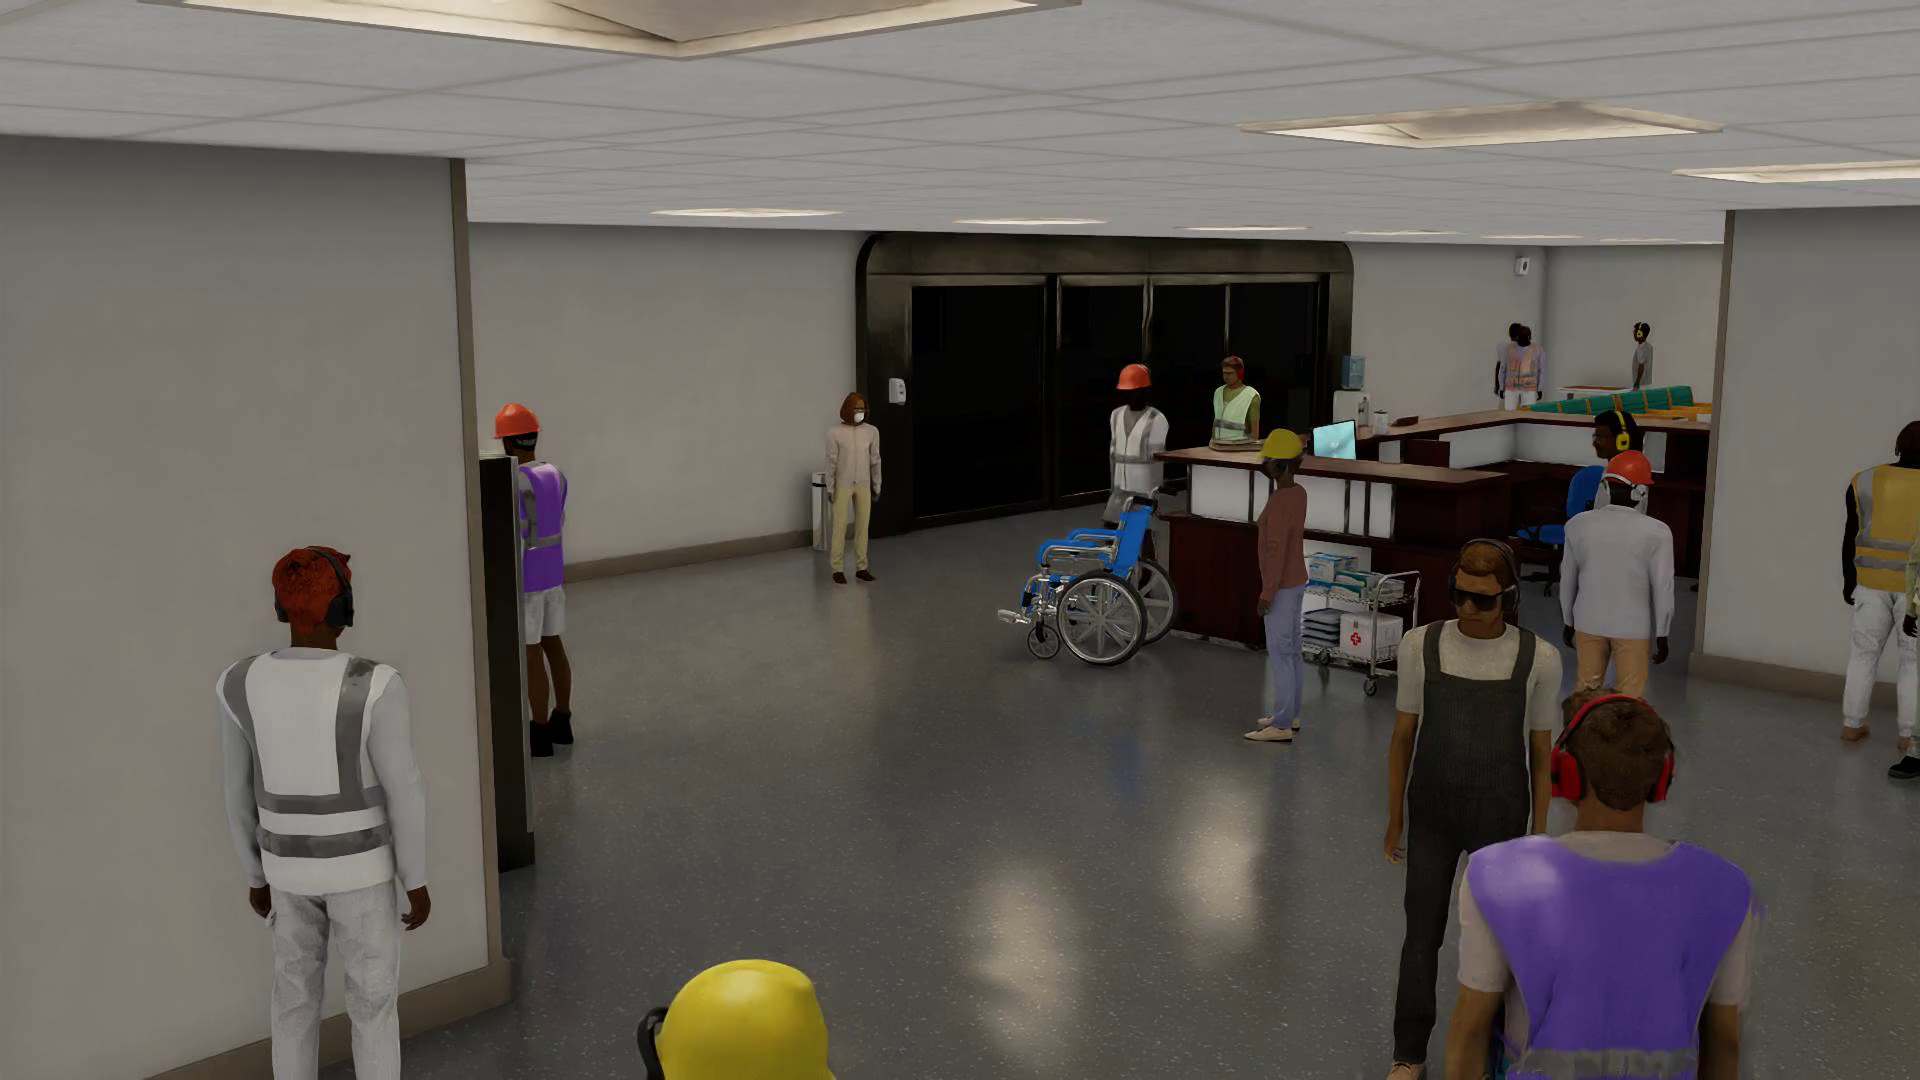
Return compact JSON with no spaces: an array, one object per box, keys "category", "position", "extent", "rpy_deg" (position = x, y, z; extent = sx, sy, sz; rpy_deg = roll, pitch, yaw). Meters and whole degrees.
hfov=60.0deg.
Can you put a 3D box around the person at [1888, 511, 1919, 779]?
[{"category":"person","position":[5.108,0.367,8.496],"extent":[0.404,1.832,0.596],"rpy_deg":[-6,11,-32]}]

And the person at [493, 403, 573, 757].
[{"category":"person","position":[-2.362,0.220,9.089],"extent":[0.381,1.931,0.548],"rpy_deg":[3,10,19]}]

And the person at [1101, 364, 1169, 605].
[{"category":"person","position":[1.313,-0.402,12.943],"extent":[0.582,1.918,0.610],"rpy_deg":[9,13,43]}]

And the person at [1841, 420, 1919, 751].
[{"category":"person","position":[5.222,0.251,9.219],"extent":[0.631,1.838,0.429],"rpy_deg":[9,13,43]}]

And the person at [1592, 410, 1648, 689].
[{"category":"person","position":[3.729,0.188,9.514],"extent":[0.333,1.864,0.505],"rpy_deg":[0,9,1]}]

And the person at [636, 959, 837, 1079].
[{"category":"person","position":[-0.309,1.418,2.281],"extent":[0.327,1.760,0.523],"rpy_deg":[-1,9,-5]}]

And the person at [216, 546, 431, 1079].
[{"category":"person","position":[-1.798,0.949,4.775],"extent":[0.576,1.882,0.355],"rpy_deg":[1,9,7]}]

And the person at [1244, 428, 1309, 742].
[{"category":"person","position":[1.800,0.255,9.383],"extent":[0.304,1.772,0.525],"rpy_deg":[4,10,24]}]

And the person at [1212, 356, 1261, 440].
[{"category":"person","position":[2.603,-0.823,15.781],"extent":[0.390,1.838,0.563],"rpy_deg":[-7,12,-36]}]

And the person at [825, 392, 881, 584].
[{"category":"person","position":[-0.903,-0.439,14.083],"extent":[0.506,1.628,0.287],"rpy_deg":[-5,10,-26]}]

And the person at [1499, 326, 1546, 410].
[{"category":"person","position":[8.162,-2.194,24.196],"extent":[0.634,1.834,0.429],"rpy_deg":[5,11,30]}]

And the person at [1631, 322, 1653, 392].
[{"category":"person","position":[10.081,-2.286,24.655],"extent":[0.309,1.868,0.535],"rpy_deg":[7,12,38]}]

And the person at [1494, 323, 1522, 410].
[{"category":"person","position":[8.226,-2.308,24.843],"extent":[0.520,1.857,0.333],"rpy_deg":[8,12,41]}]

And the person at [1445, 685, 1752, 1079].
[{"category":"person","position":[1.258,1.205,3.342],"extent":[0.584,1.834,0.503],"rpy_deg":[0,9,0]}]

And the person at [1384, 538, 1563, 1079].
[{"category":"person","position":[1.595,0.896,5.226],"extent":[0.506,1.839,0.343],"rpy_deg":[3,10,20]}]

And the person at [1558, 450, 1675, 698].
[{"category":"person","position":[3.337,0.414,8.444],"extent":[0.573,1.748,0.342],"rpy_deg":[9,13,43]}]
